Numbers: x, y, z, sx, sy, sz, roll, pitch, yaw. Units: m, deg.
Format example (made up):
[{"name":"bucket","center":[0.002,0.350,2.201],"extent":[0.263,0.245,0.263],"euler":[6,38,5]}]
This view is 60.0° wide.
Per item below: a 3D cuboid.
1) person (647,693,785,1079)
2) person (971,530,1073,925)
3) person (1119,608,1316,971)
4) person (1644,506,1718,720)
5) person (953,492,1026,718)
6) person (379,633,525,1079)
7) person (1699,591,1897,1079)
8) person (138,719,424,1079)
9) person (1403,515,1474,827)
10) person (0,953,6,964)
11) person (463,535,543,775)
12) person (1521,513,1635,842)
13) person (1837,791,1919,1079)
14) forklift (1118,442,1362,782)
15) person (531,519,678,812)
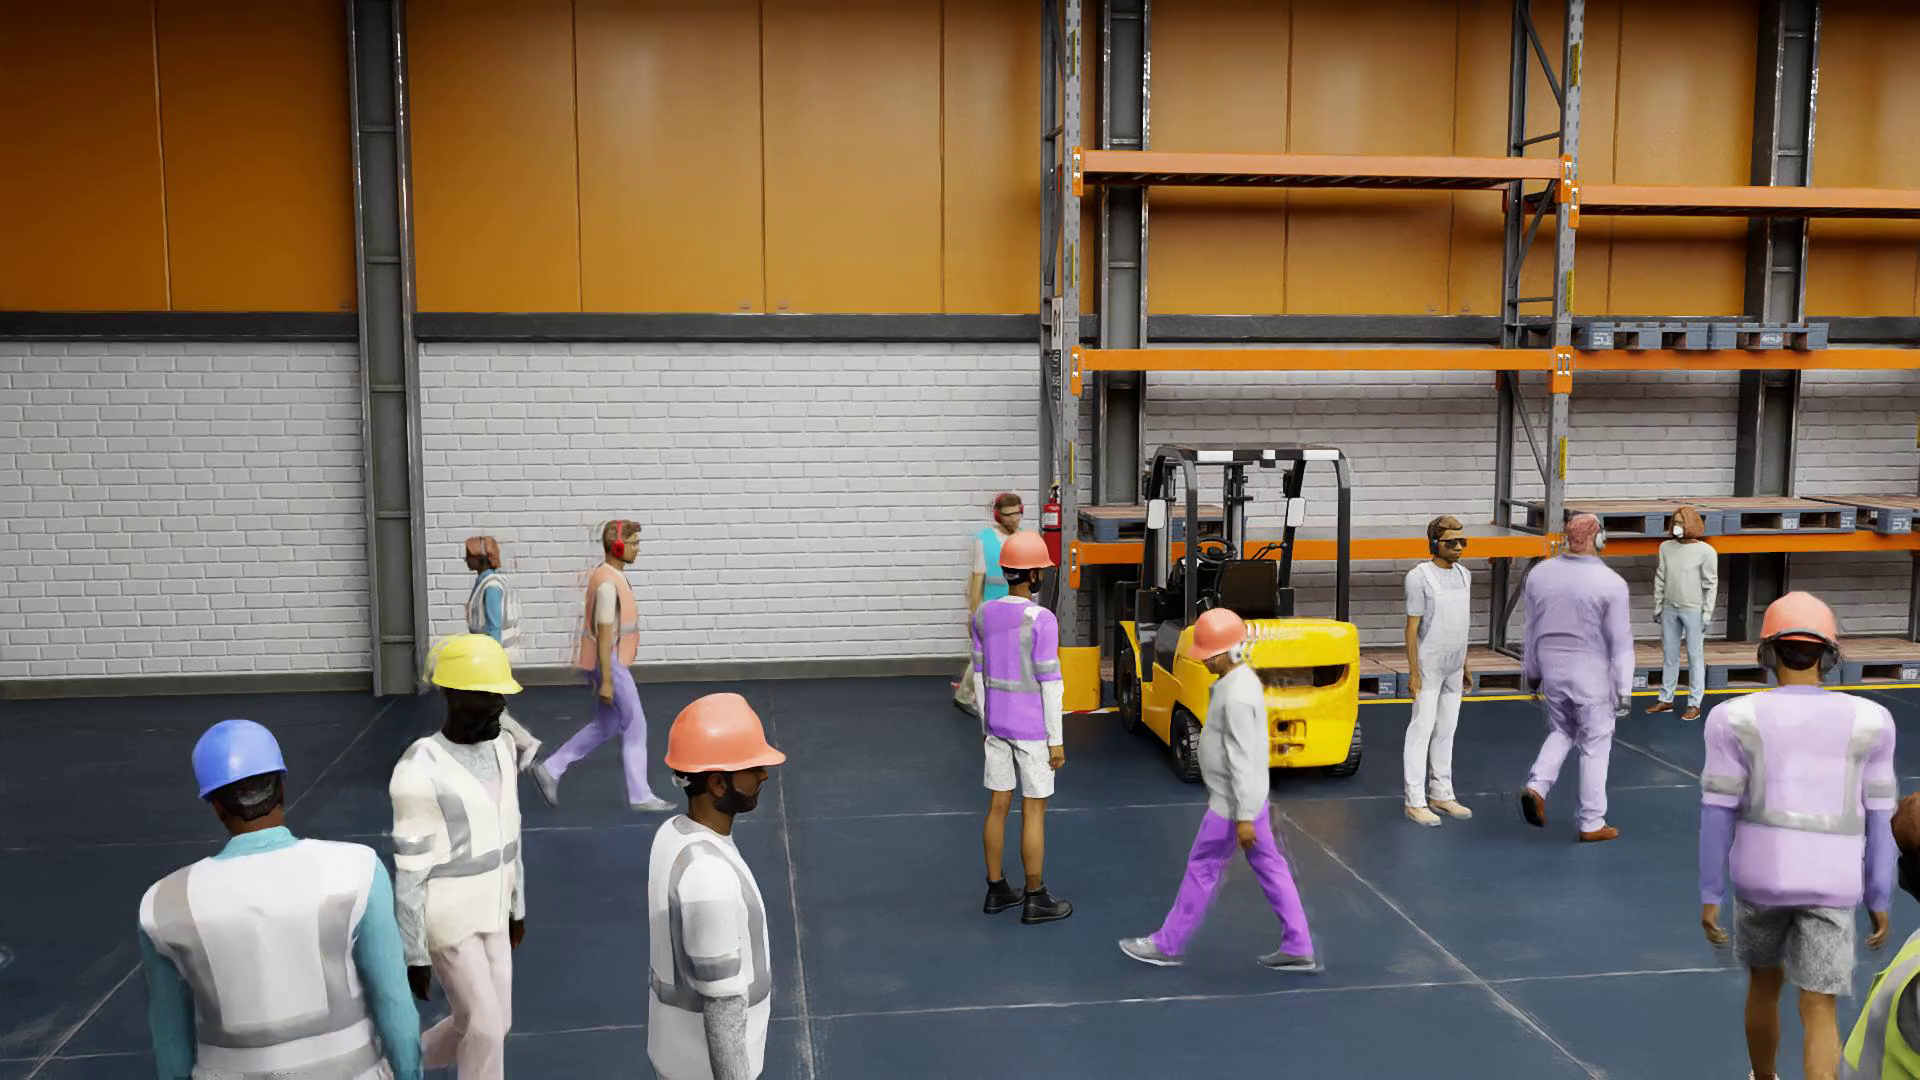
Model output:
[{"name":"person","center":[-0.630,1.359,4.364],"extent":[0.362,1.939,0.543],"euler":[-3,7,-22]},{"name":"person","center":[0.309,0.917,8.233],"extent":[0.543,1.939,0.360],"euler":[6,9,43]},{"name":"person","center":[1.196,1.130,7.478],"extent":[0.898,1.680,0.615],"euler":[2,7,14]},{"name":"person","center":[5.536,0.554,12.730],"extent":[0.285,1.633,0.501],"euler":[-4,8,-31]},{"name":"person","center":[0.287,0.517,12.448],"extent":[0.628,1.789,0.942],"euler":[-4,8,-33]},{"name":"person","center":[-1.711,1.241,5.571],"extent":[0.734,1.900,0.588],"euler":[2,7,17]},{"name":"person","center":[2.847,1.190,5.665],"extent":[0.625,1.993,0.950],"euler":[3,7,22]},{"name":"person","center":[-1.676,1.400,4.185],"extent":[0.655,1.903,0.482],"euler":[-2,7,-14]},{"name":"person","center":[2.864,0.770,9.928],"extent":[0.512,1.845,0.340],"euler":[-4,8,-33]},{"name":"person","center":[-4.358,1.179,7.030],"extent":[0.370,1.676,0.546],"euler":[-2,7,-20]},{"name":"person","center":[-3.025,0.774,10.828],"extent":[0.416,1.626,0.533],"euler":[-3,7,-23]},{"name":"person","center":[3.541,0.792,9.548],"extent":[0.513,1.885,0.715],"euler":[-5,8,-37]},{"name":"person","center":[2.247,1.473,3.821],"extent":[0.430,1.838,0.619],"euler":[6,9,41]},{"name":"forklift","center":[1.912,0.418,11.496],"extent":[1.214,2.155,2.313],"euler":[-1,7,-8]},{"name":"person","center":[-2.172,0.772,10.079],"extent":[0.811,1.813,0.568],"euler":[-1,7,-11]}]
